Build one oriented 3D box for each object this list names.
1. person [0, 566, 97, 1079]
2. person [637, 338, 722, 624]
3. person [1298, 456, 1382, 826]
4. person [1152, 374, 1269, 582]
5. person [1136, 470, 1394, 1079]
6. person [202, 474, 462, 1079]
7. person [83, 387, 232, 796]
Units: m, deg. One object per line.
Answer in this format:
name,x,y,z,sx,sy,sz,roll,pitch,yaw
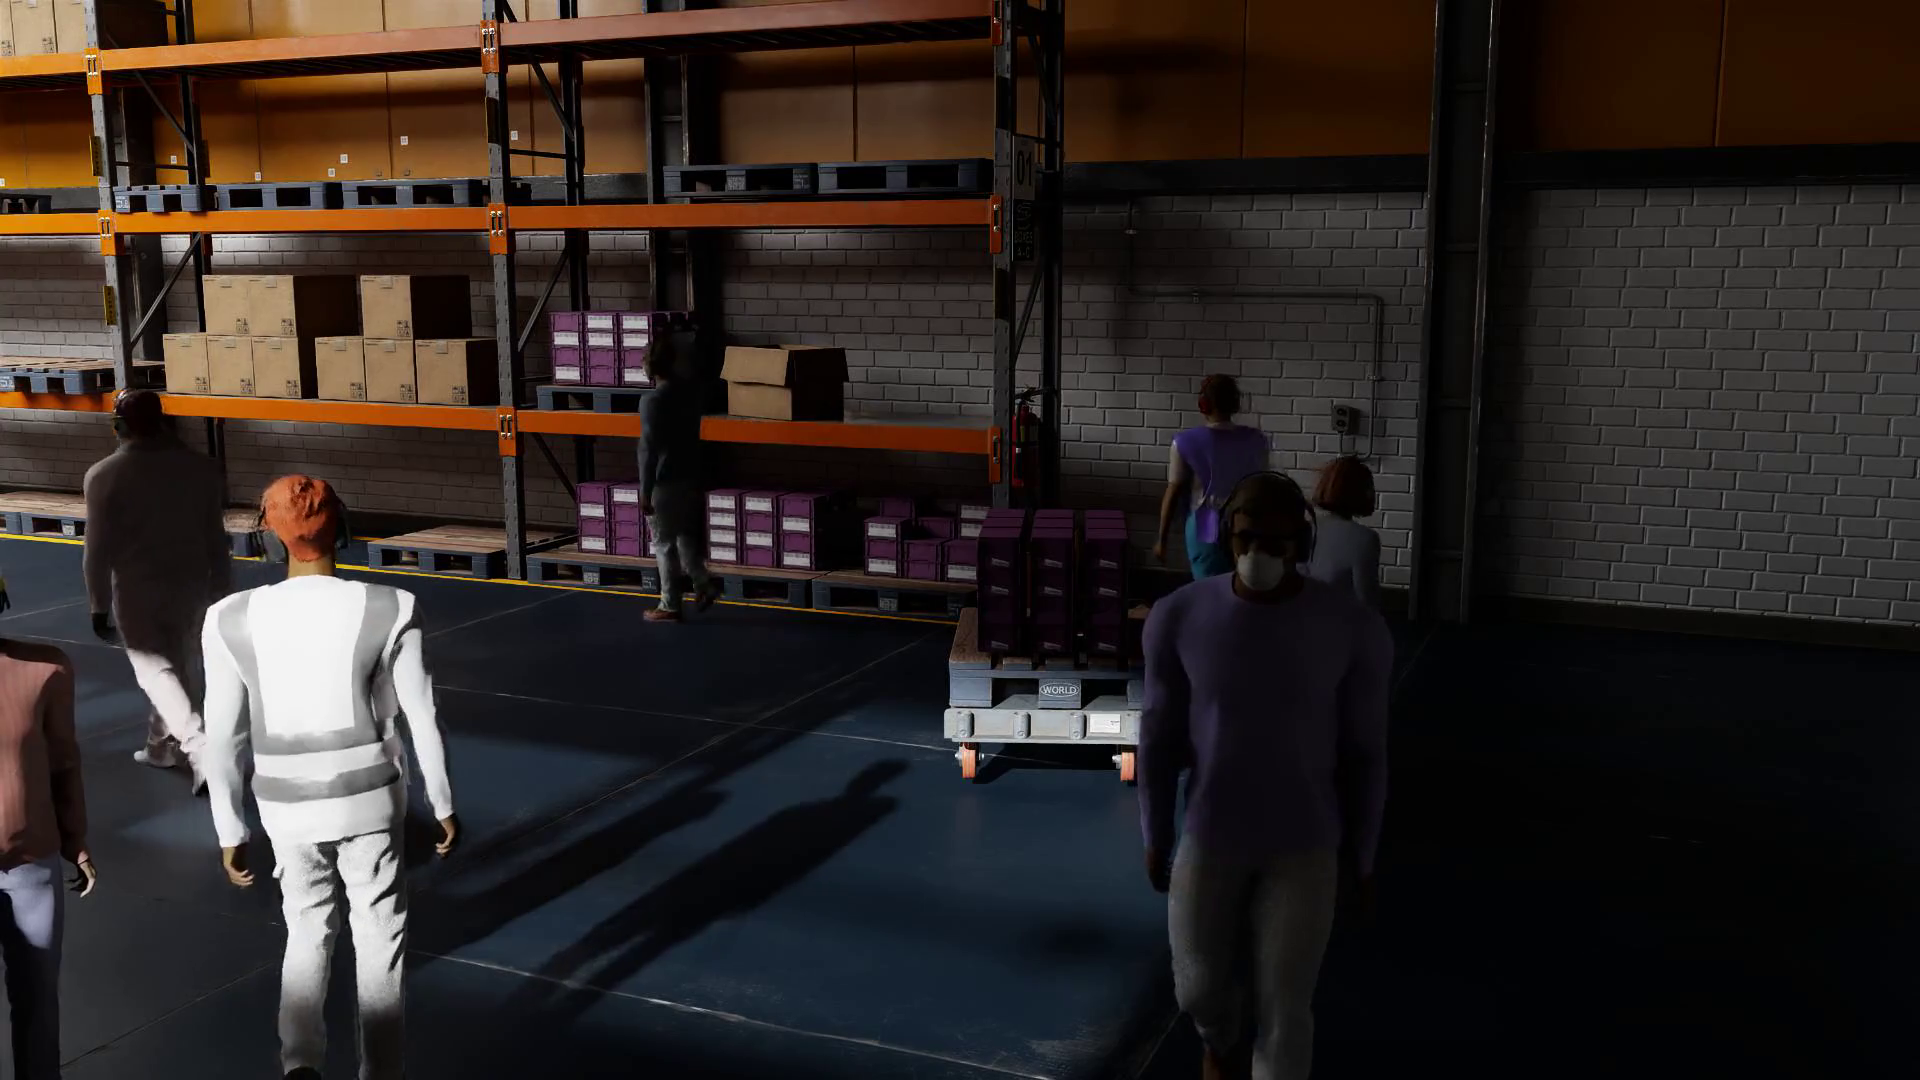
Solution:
person,-2.496,0.840,4.267,0.326,1.767,0.533,8,12,40
person,-1.935,-0.380,11.090,0.462,1.926,0.659,4,10,20
person,1.565,0.456,6.982,0.415,1.619,0.522,-4,10,-22
person,1.363,-0.007,9.237,0.572,1.805,0.902,-4,10,-22
person,0.775,0.761,4.295,0.632,1.924,0.671,2,10,14
person,-1.692,0.751,4.503,0.629,1.865,0.490,-1,10,-7
person,-3.666,0.227,7.664,0.930,1.868,0.646,6,11,33
